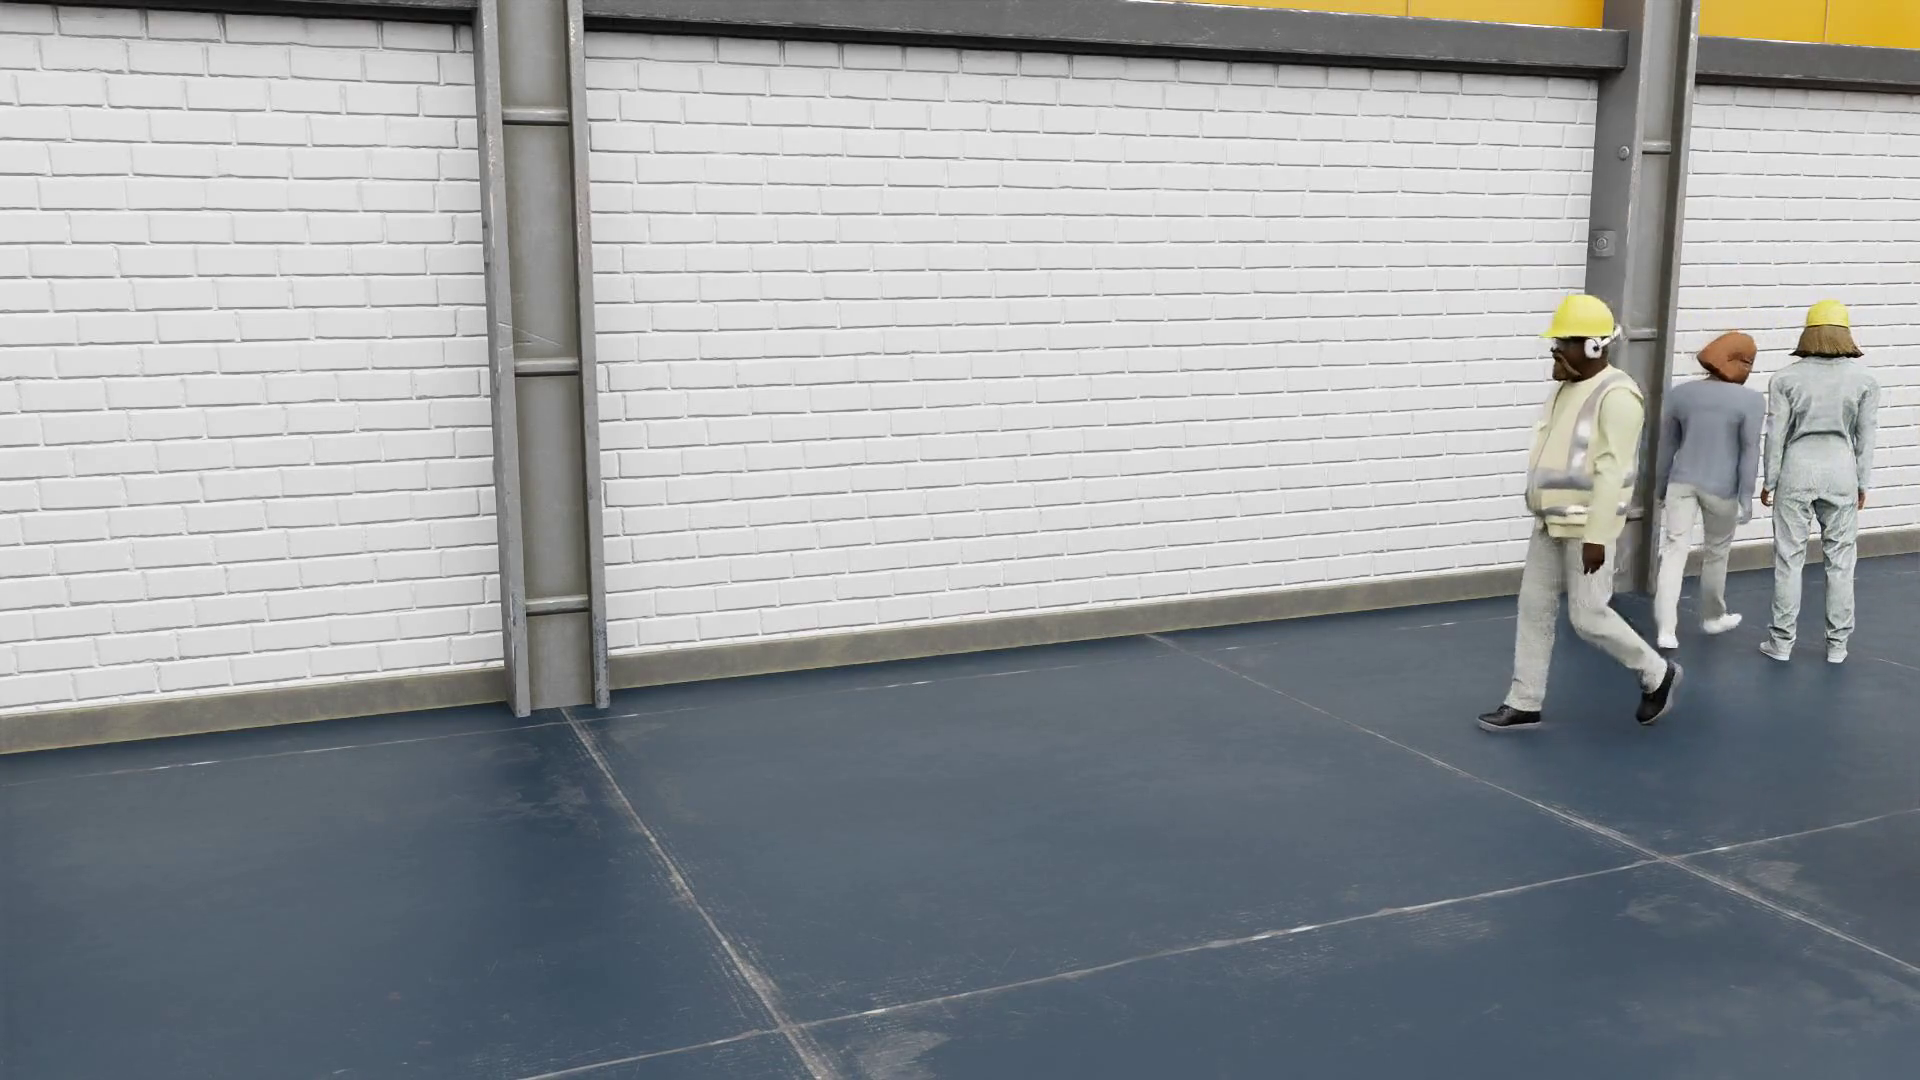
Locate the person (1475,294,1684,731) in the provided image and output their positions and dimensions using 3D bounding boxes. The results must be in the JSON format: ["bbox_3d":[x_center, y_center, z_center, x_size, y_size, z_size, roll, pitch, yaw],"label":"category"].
[{"bbox_3d":[2.554,-0.087,6.734,0.751,1.807,0.597,-2,10,-10],"label":"person"}]

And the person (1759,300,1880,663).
[{"bbox_3d":[4.096,-0.277,7.980,0.487,1.733,0.326,3,11,16],"label":"person"}]

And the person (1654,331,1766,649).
[{"bbox_3d":[3.699,-0.248,8.259,0.532,1.567,0.871,10,14,42],"label":"person"}]
